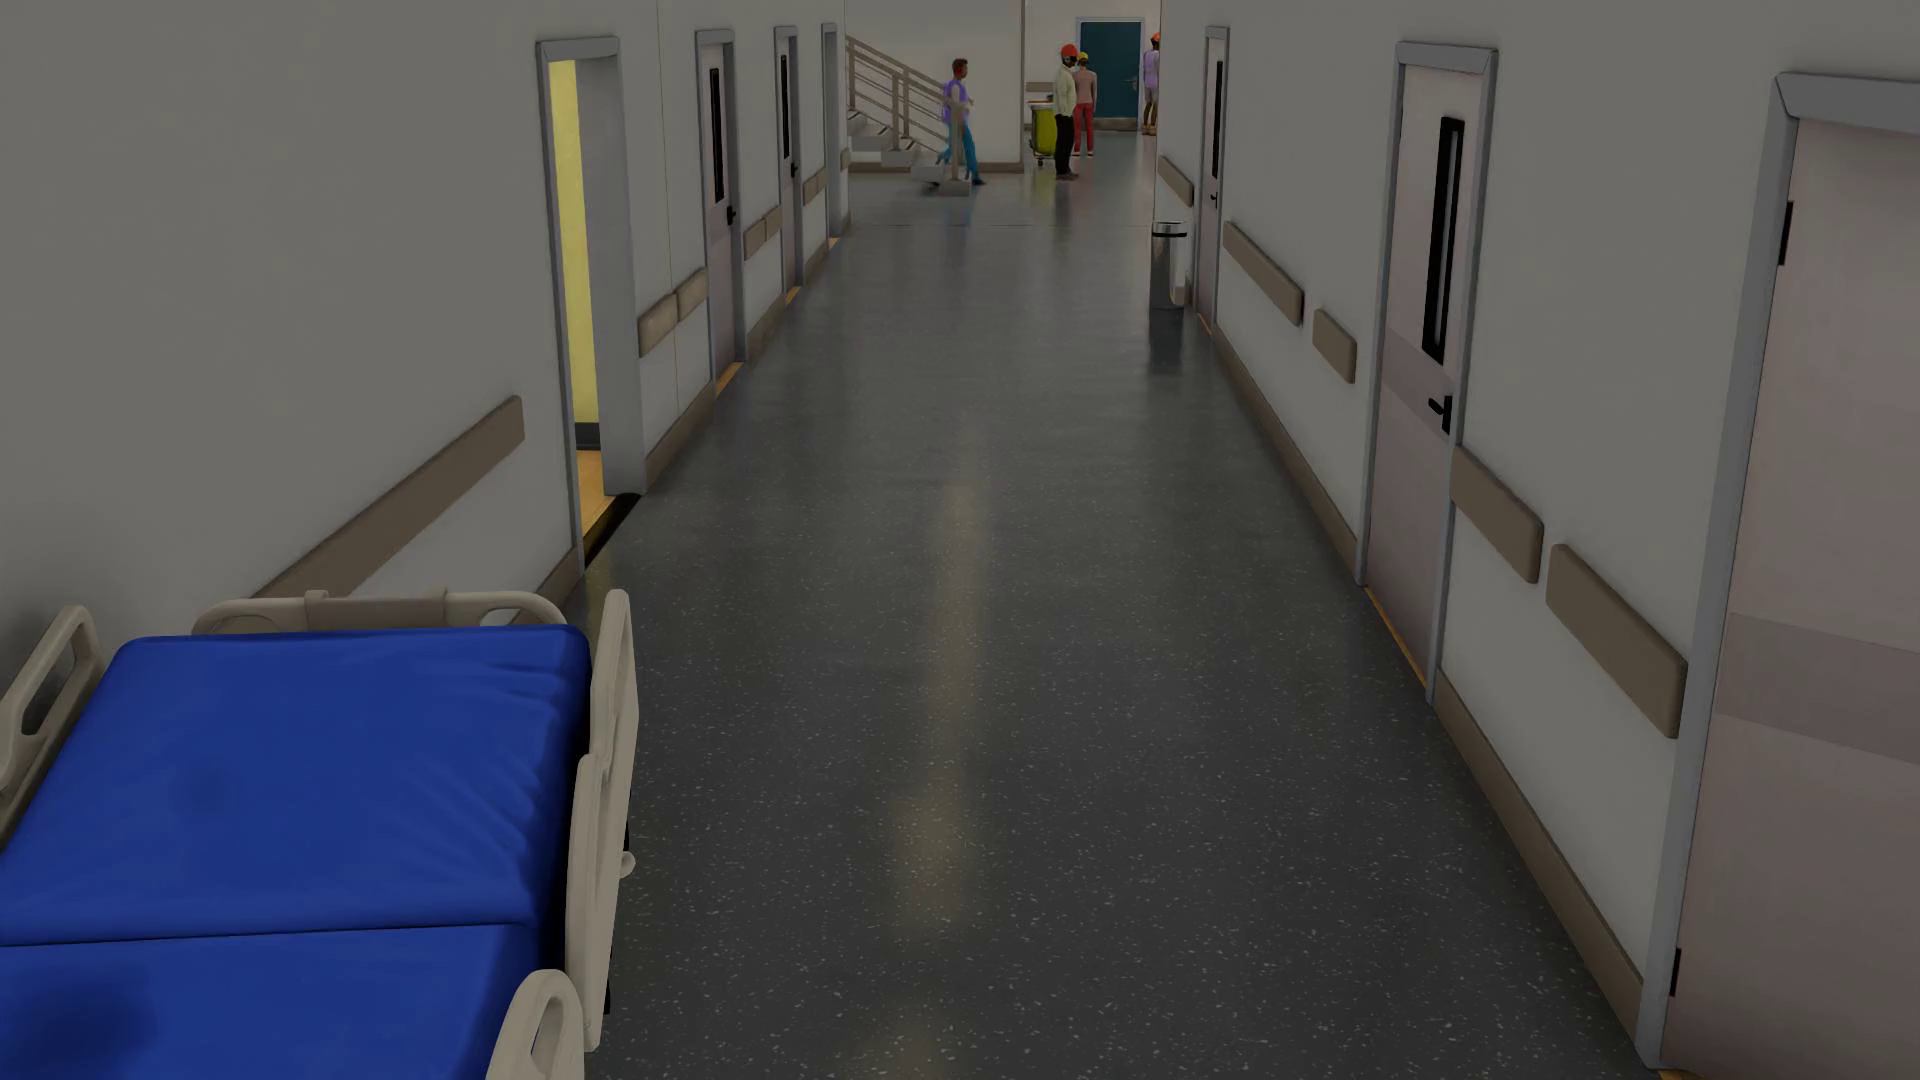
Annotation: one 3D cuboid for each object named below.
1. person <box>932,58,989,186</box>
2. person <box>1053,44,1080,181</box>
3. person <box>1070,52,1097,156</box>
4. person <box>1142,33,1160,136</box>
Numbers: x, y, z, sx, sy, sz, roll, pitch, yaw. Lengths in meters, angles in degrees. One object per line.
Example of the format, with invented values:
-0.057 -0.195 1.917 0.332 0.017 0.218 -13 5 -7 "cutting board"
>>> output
-0.055 -6.024 24.044 0.909 1.812 0.581 2 18 5 "person"
1.581 -6.356 24.767 0.405 1.984 0.630 4 18 14 "person"
2.128 -7.598 29.022 0.533 1.765 0.326 -6 18 -17 "person"
3.957 -9.235 33.740 0.404 2.030 0.612 -11 21 -31 "person"
